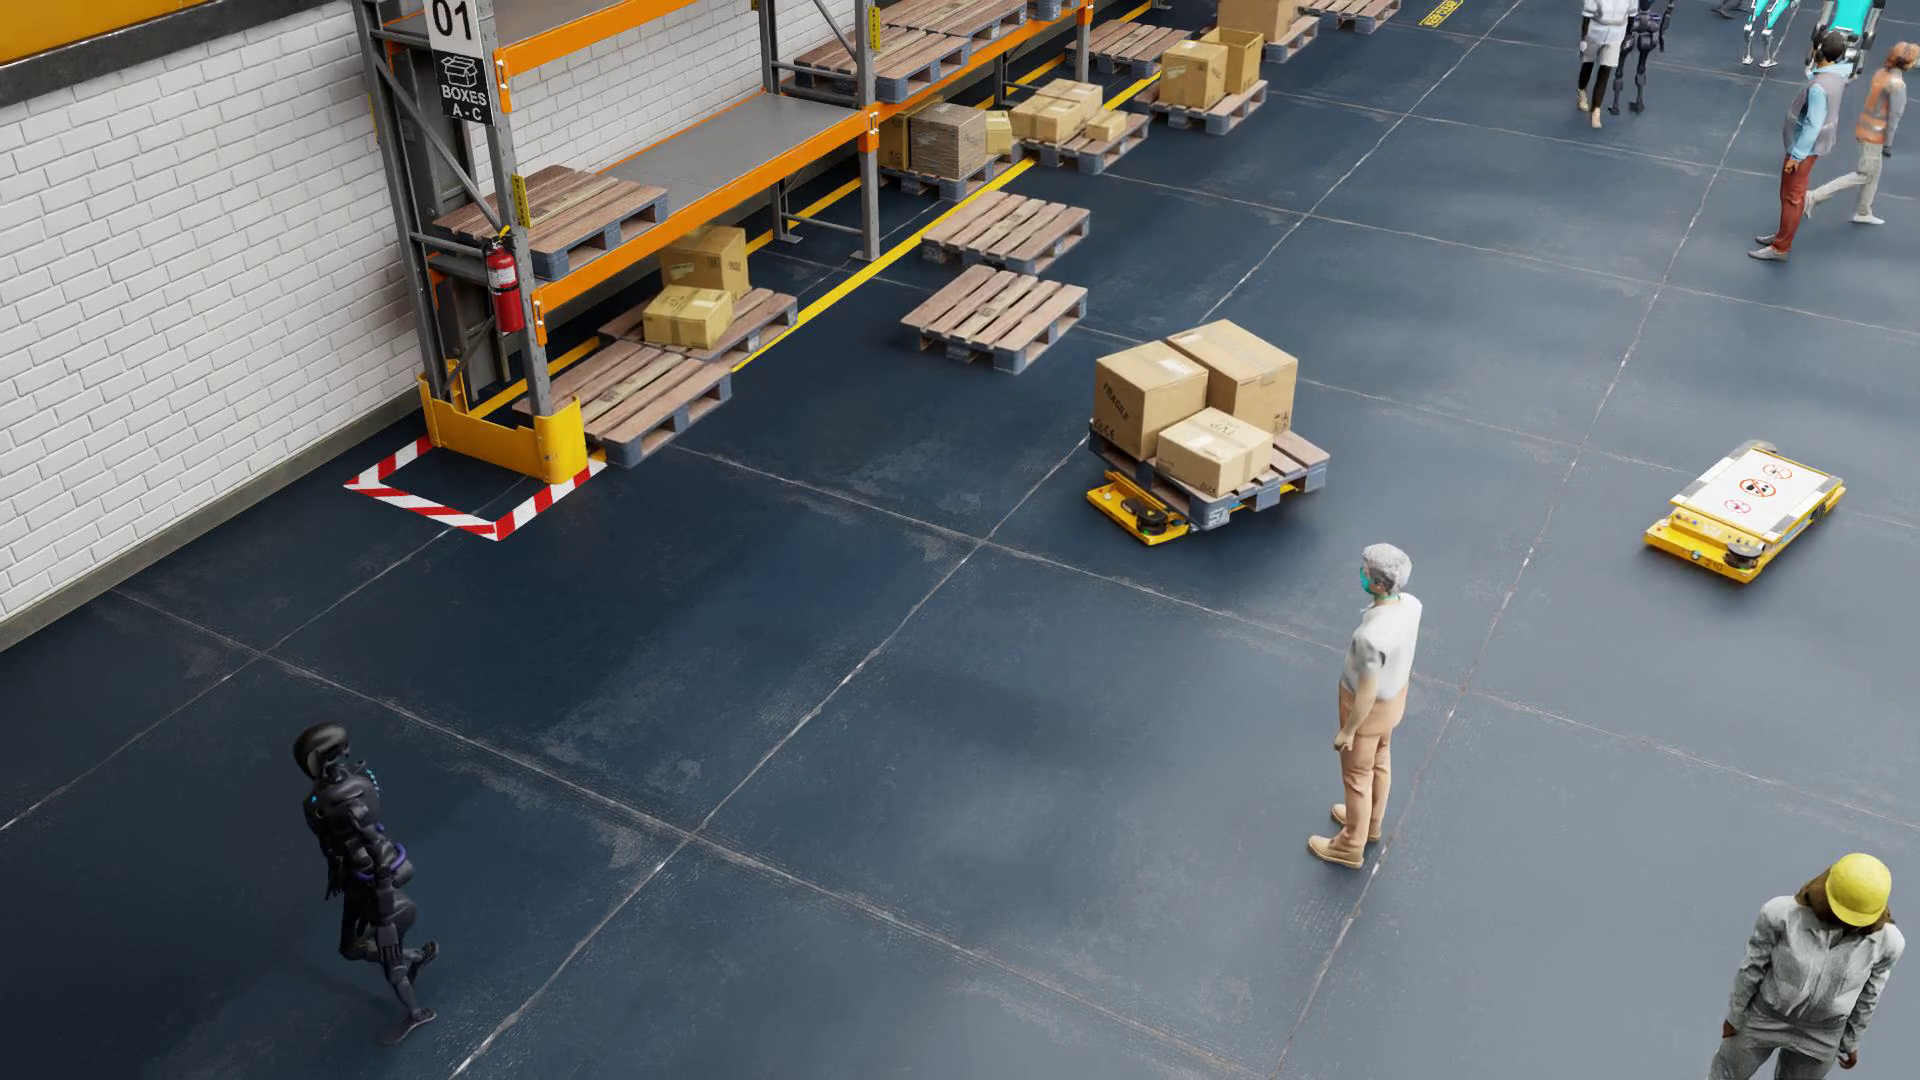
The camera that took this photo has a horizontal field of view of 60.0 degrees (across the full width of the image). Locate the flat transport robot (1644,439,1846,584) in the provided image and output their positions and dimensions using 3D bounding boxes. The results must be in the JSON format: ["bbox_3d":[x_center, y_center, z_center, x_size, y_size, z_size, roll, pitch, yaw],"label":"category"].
[{"bbox_3d":[4.958,-0.201,10.453,1.431,0.231,0.659,-28,43,-35],"label":"flat transport robot"}]

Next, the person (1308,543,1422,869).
[{"bbox_3d":[1.883,0.765,7.651,0.303,1.742,0.492,23,40,30],"label":"person"}]

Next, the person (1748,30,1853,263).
[{"bbox_3d":[6.858,-3.180,13.500,0.406,1.877,0.547,20,38,27],"label":"person"}]

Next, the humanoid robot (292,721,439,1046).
[{"bbox_3d":[-2.373,1.386,6.780,0.426,1.647,0.584,-28,43,-35],"label":"humanoid robot"}]

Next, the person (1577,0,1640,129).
[{"bbox_3d":[6.358,-4.959,16.405,0.538,1.638,0.864,6,34,9],"label":"person"}]

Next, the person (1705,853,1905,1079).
[{"bbox_3d":[3.061,1.793,6.106,0.483,1.734,0.313,10,35,14],"label":"person"}]

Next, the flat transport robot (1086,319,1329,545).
[{"bbox_3d":[1.584,-0.384,10.729,1.431,0.231,0.659,-20,38,-27],"label":"flat transport robot"}]

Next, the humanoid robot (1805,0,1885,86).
[{"bbox_3d":[8.078,-4.365,15.474,0.532,1.767,1.020,22,39,29],"label":"humanoid robot"}]

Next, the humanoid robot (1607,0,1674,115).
[{"bbox_3d":[6.732,-5.077,16.552,0.612,1.654,0.366,3,34,5],"label":"humanoid robot"}]

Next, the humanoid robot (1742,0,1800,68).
[{"bbox_3d":[8.551,-5.811,17.487,0.533,1.677,0.735,28,43,35],"label":"humanoid robot"}]

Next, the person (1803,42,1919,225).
[{"bbox_3d":[7.694,-3.436,14.125,0.693,1.609,0.508,6,34,10],"label":"person"}]

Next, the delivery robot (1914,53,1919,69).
[{"bbox_3d":[10.619,-5.205,17.770,0.499,0.602,0.795,-5,34,-8],"label":"delivery robot"}]

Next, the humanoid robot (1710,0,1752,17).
[{"bbox_3d":[9.218,-6.974,19.429,0.421,1.635,0.590,19,38,27],"label":"humanoid robot"}]
